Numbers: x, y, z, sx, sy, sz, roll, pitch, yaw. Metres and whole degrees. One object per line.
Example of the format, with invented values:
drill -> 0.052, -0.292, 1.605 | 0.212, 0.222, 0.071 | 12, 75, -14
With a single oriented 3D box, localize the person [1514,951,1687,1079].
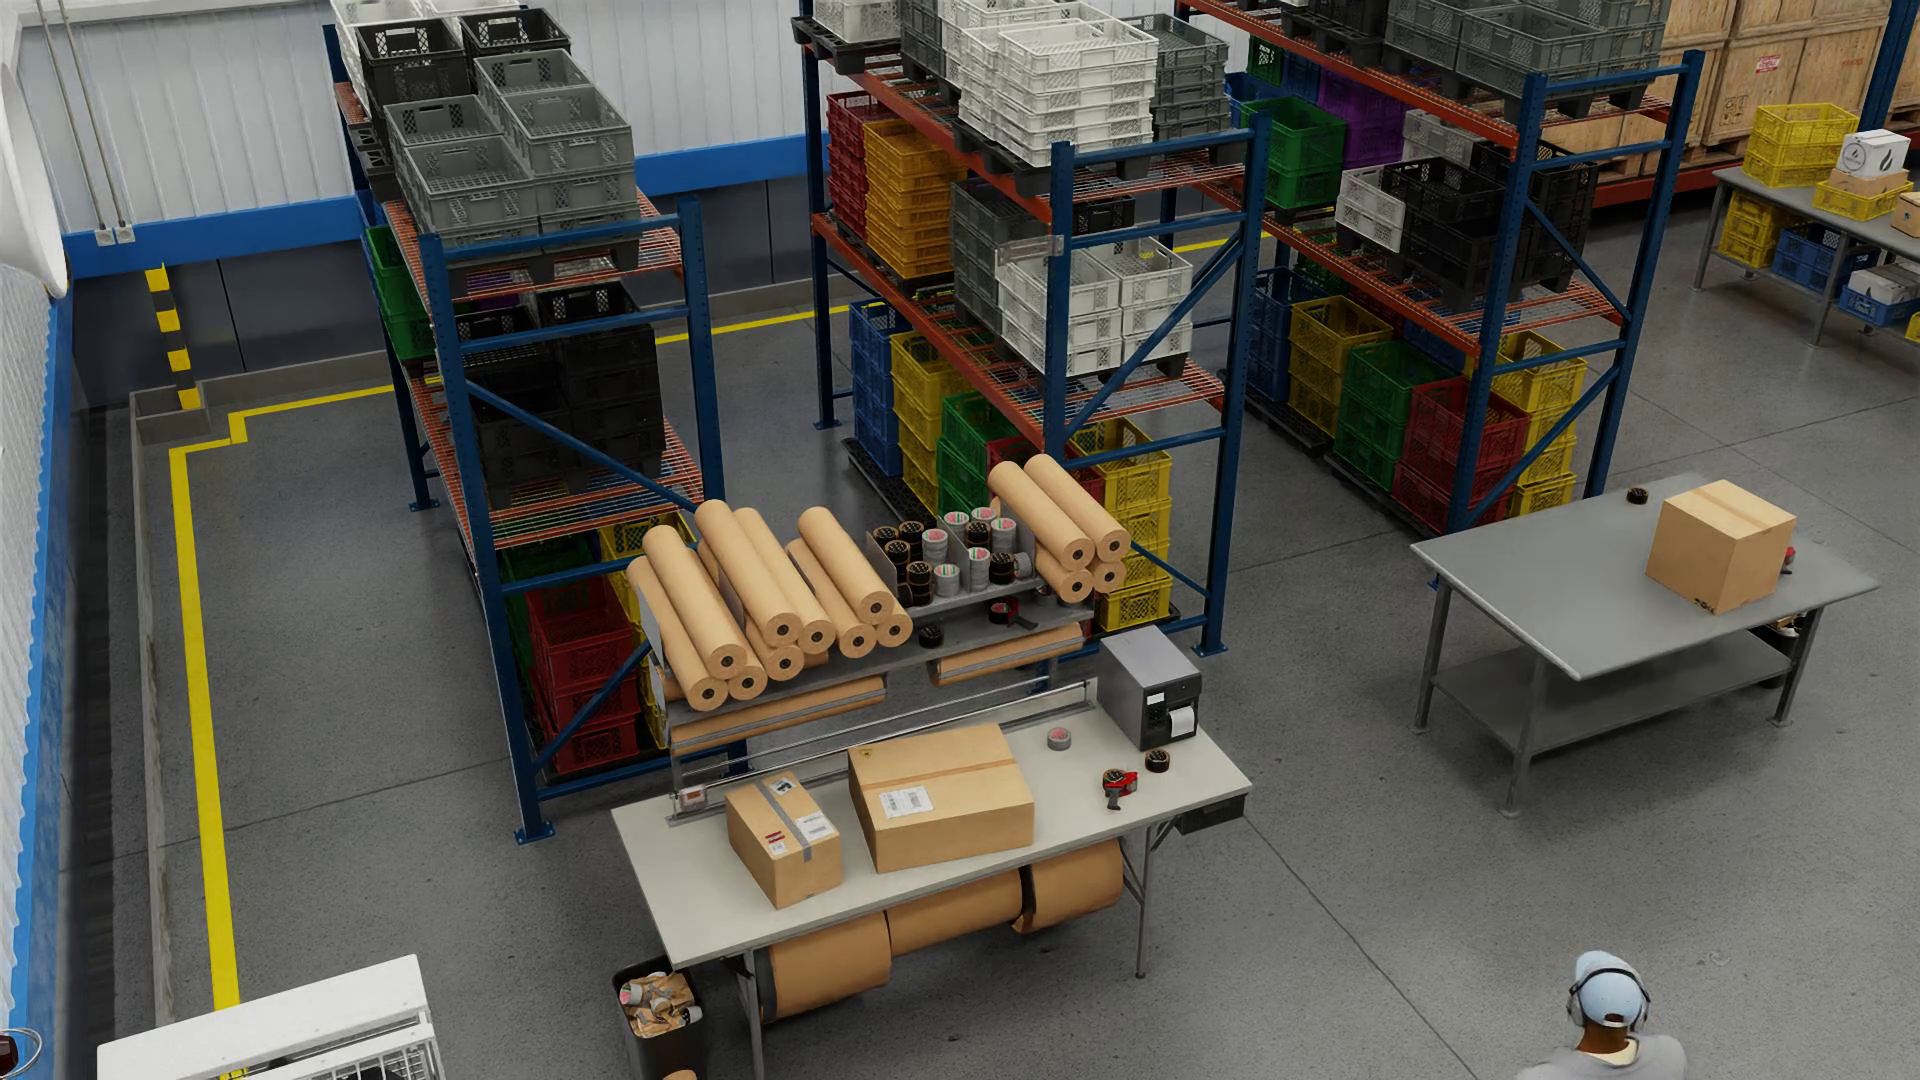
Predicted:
person -> 1.875, 2.003, 5.209 | 0.595, 1.849, 0.389 | -10, 33, -15
